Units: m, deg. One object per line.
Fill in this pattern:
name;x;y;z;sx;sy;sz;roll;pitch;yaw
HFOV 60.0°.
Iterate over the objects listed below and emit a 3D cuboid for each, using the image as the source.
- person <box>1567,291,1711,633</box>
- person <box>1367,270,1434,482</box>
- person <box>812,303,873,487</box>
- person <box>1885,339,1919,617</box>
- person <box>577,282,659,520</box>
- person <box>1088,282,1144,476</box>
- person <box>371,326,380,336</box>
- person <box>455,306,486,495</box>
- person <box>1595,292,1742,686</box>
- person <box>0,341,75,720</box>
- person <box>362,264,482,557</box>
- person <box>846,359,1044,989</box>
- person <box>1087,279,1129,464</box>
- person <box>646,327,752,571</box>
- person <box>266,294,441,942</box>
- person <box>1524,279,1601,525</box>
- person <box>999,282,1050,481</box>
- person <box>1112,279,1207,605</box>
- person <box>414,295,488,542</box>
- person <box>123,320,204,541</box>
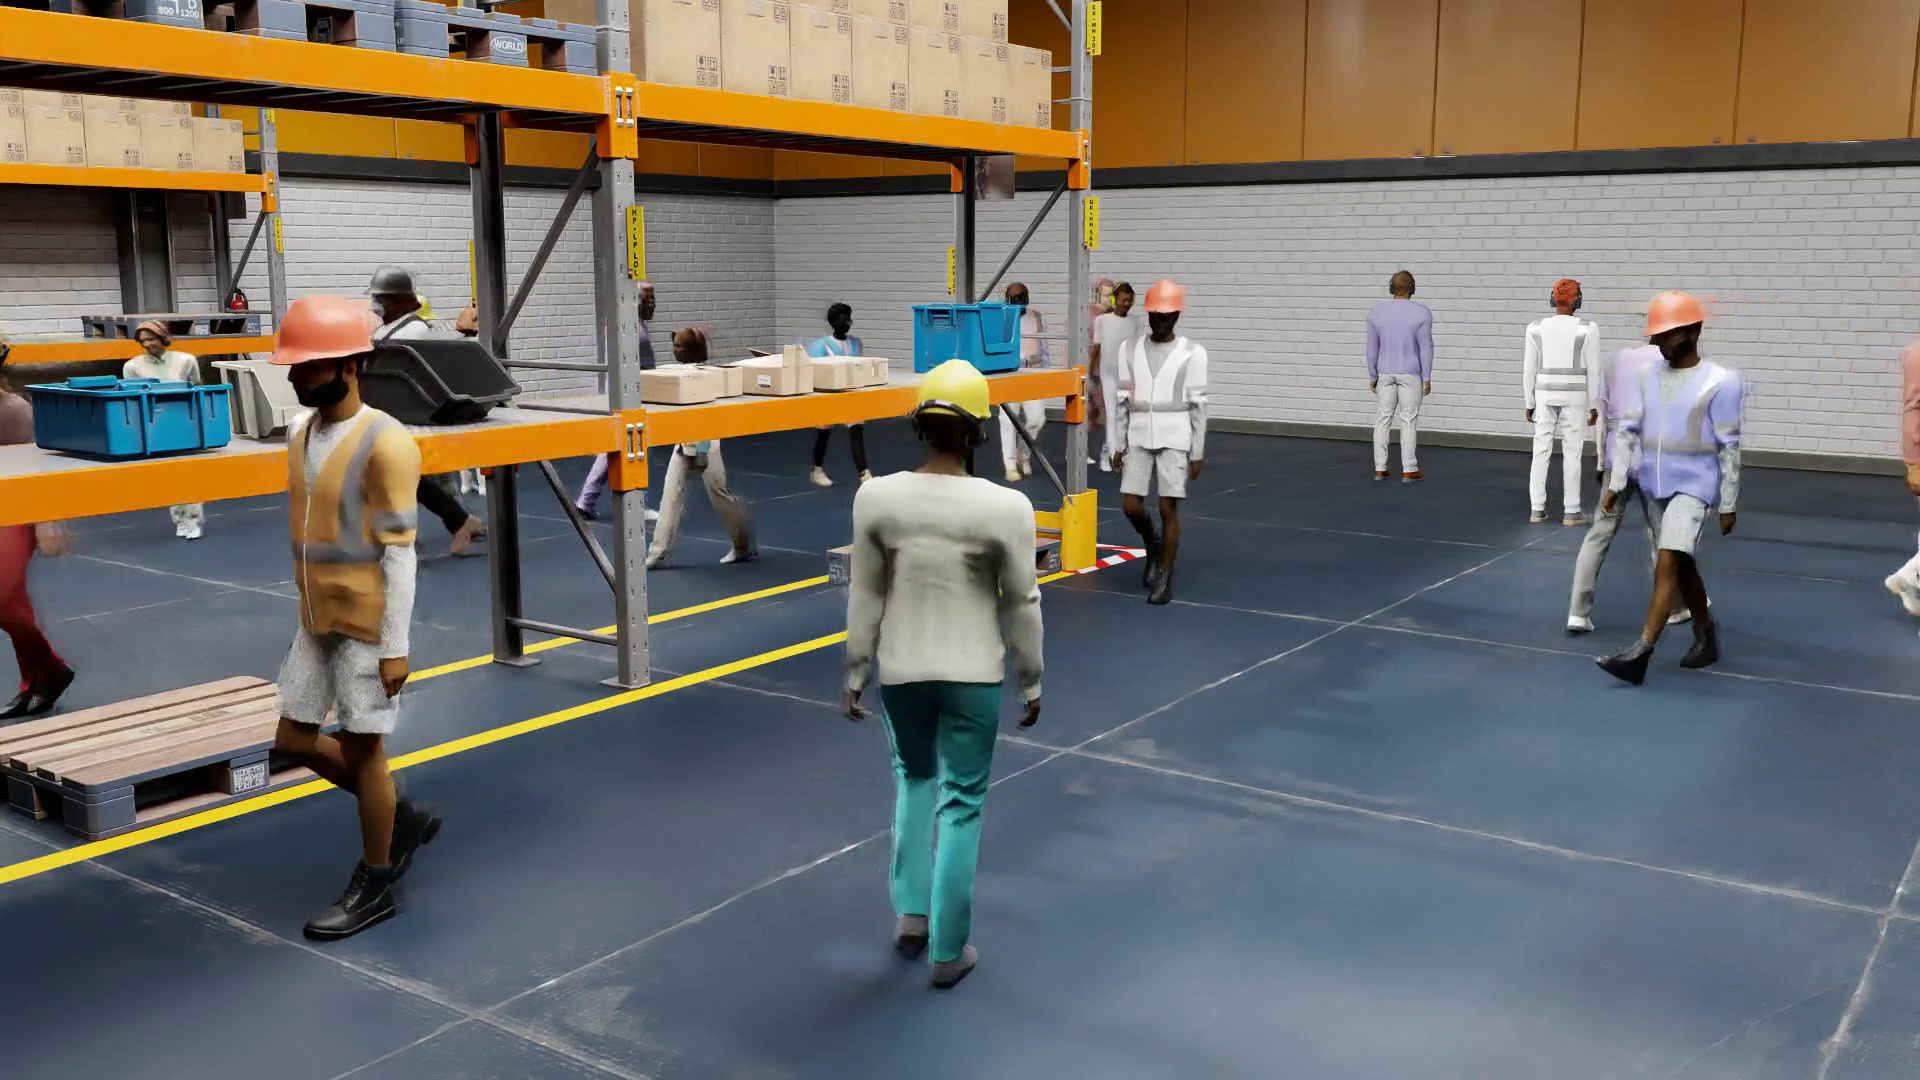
person;3.702;-0.410;9.031;1.029;1.854;0.661;-6;11;-32
person;4.035;-1.499;15.270;0.630;1.940;0.372;7;12;35
person;-1.046;-1.253;14.637;0.546;1.644;0.894;-7;12;-37
person;5.268;-0.450;8.885;0.638;1.980;0.650;-3;10;-20
person;-2.660;-1.059;12.889;0.695;1.871;0.663;-4;10;-25
person;1.496;-1.504;15.675;0.531;1.810;0.992;-2;10;-14
person;-5.089;-1.382;15.099;0.523;1.766;0.315;0;10;1
person;-4.193;-1.204;14.409;0.497;1.636;0.286;7;12;35
person;3.454;-0.251;8.061;1.020;1.875;0.538;-5;11;-30
person;-4.193;-0.066;7.265;0.553;1.750;0.385;7;12;35
person;-3.627;-0.831;10.989;0.888;2.000;0.687;-6;12;-34
person;-0.035;0.371;4.680;0.554;1.749;0.446;3;10;16
person;1.437;-1.625;16.306;1.025;1.839;0.638;8;13;41
person;-1.739;-0.600;10.938;0.847;1.595;0.529;-8;12;-39
person;-1.815;0.236;4.969;0.561;1.922;0.458;7;12;35
person;4.628;-1.057;12.807;0.574;1.882;0.356;7;12;35
person;0.532;-1.450;15.307;0.657;1.827;0.455;-3;10;-18
person;1.188;-0.579;9.845;0.568;1.918;0.497;4;10;24
person;-3.851;-0.831;11.757;0.922;1.786;0.611;-1;10;-9
person;-5.717;-0.788;12.012;0.536;1.594;0.604;-4;10;-21
